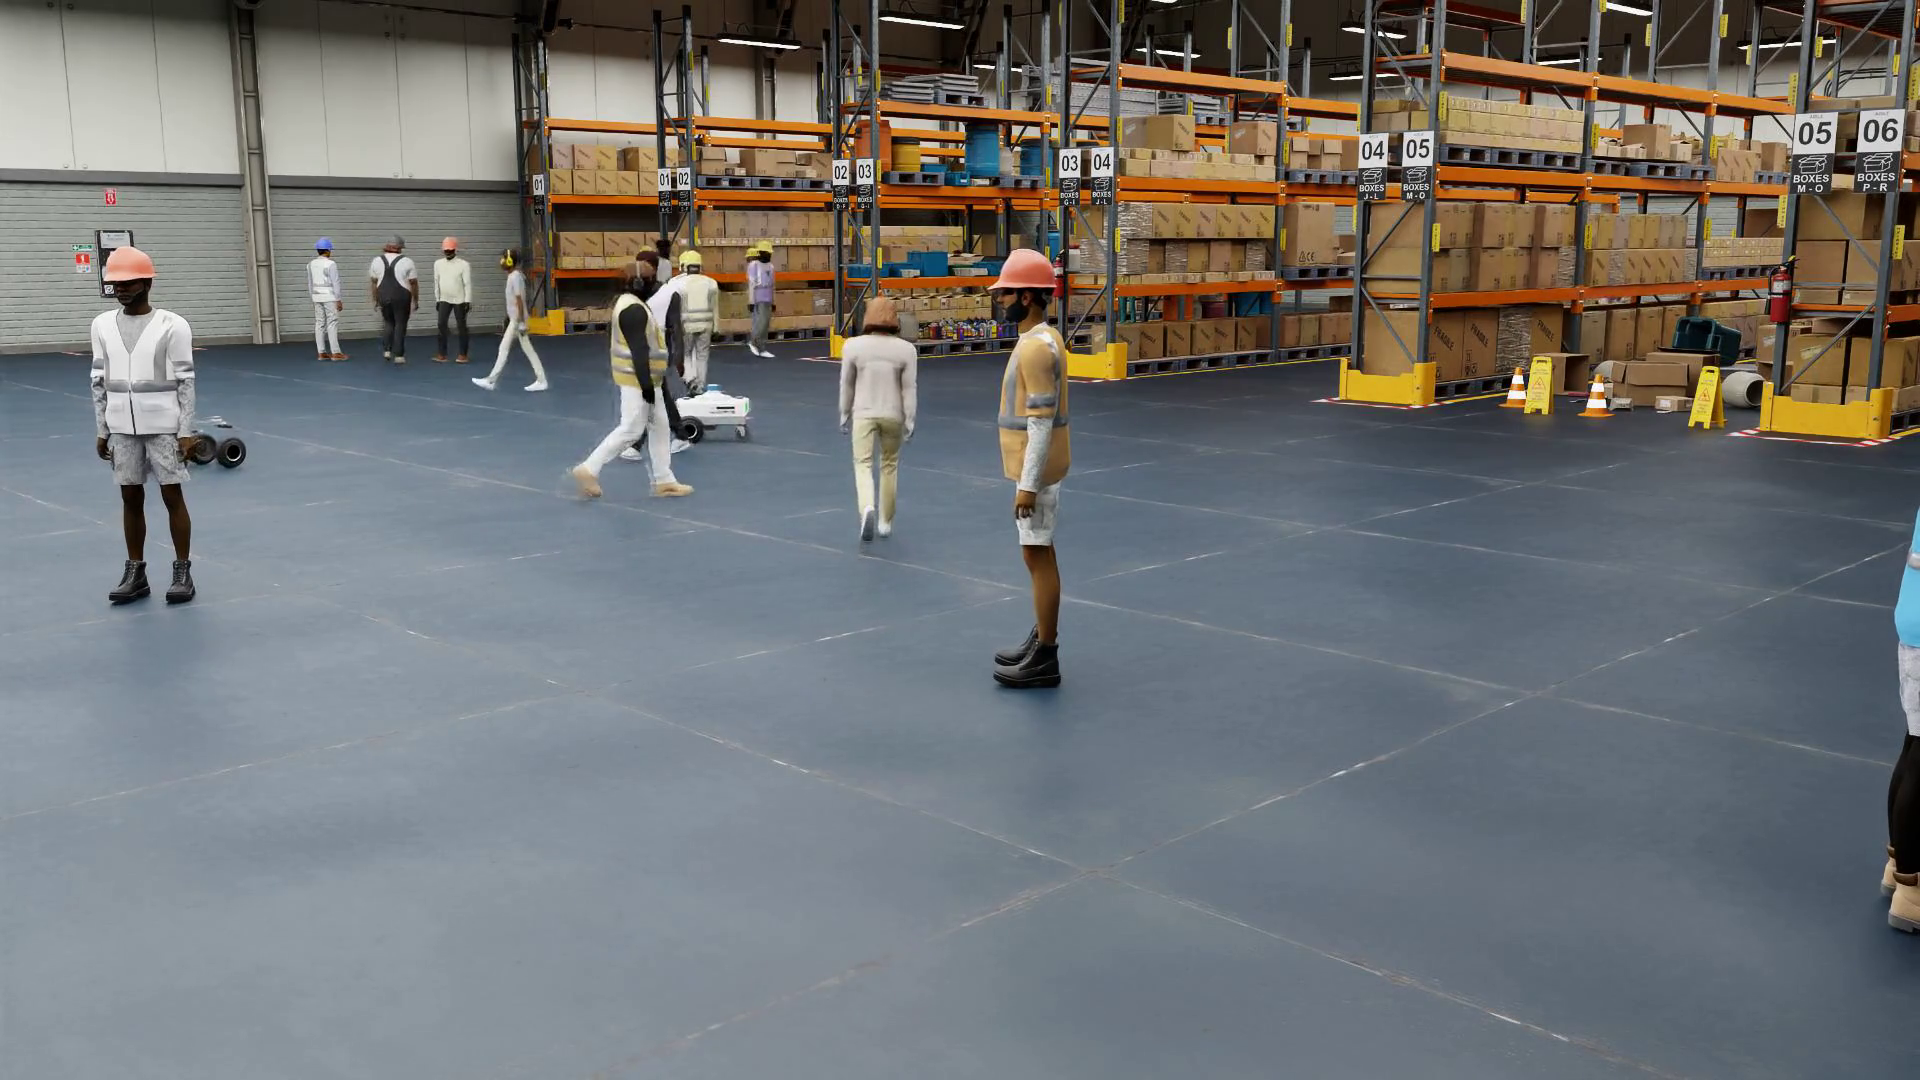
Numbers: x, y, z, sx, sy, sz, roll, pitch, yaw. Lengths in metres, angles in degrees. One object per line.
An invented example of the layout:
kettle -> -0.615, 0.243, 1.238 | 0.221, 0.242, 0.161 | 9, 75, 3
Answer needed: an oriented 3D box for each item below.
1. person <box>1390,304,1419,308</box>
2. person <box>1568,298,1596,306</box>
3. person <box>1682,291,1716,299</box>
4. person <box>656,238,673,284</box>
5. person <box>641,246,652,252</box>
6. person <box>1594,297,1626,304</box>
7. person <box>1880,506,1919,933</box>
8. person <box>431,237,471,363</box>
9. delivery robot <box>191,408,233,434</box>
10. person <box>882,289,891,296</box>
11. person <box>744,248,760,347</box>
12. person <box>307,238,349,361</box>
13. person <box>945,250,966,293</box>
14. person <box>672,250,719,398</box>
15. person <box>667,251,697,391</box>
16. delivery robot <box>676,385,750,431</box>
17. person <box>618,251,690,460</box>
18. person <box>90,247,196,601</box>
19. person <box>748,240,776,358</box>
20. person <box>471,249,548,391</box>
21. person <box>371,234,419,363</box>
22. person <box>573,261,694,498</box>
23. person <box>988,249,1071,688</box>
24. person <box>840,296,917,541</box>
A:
person -> 6.481, -3.345, 24.098 | 0.572, 1.883, 0.354 | 10, 14, 43
person -> 11.509, -4.651, 30.919 | 1.011, 1.995, 0.634 | -3, 11, -16
person -> 13.268, -4.421, 29.859 | 0.426, 1.919, 0.651 | -10, 14, -43
person -> -5.211, -4.253, 28.871 | 0.622, 1.946, 0.630 | -7, 12, -33
person -> -5.968, -4.618, 31.261 | 0.674, 1.794, 0.767 | 6, 12, 28
person -> 11.048, -4.124, 28.290 | 0.570, 1.899, 0.789 | 8, 13, 36
person -> 2.881, 0.286, 4.810 | 0.319, 1.696, 0.532 | 5, 12, 27
person -> -7.996, -3.740, 26.049 | 0.642, 1.952, 0.894 | 1, 10, 7
delivery robot -> -6.656, -1.049, 14.356 | 0.335, 0.223, 0.698 | 7, 12, 32
person -> -1.714, -5.823, 38.296 | 0.286, 1.631, 0.502 | -4, 11, -19
person -> -3.736, -4.394, 30.139 | 0.316, 1.769, 0.525 | -6, 12, -30
person -> -10.188, -3.865, 26.750 | 0.602, 1.949, 0.389 | 5, 11, 24
person -> -0.054, -5.882, 38.562 | 0.531, 1.654, 0.885 | 9, 14, 42
person -> -3.202, -2.588, 20.145 | 0.598, 1.817, 0.429 | -4, 11, -23
person -> -3.515, -2.856, 21.693 | 0.587, 1.798, 0.898 | -1, 10, -4
delivery robot -> -2.425, -1.285, 16.348 | 0.707, 0.478, 0.477 | -1, 10, -8
person -> -2.809, -1.682, 15.090 | 0.614, 1.864, 1.024 | 7, 13, 34
person -> -4.473, -0.626, 9.120 | 0.543, 1.939, 0.355 | -1, 10, -3
person -> -3.205, -3.934, 27.224 | 0.413, 1.910, 0.609 | 7, 12, 33
person -> -5.809, -2.825, 21.431 | 0.982, 1.814, 0.559 | -2, 11, -12
person -> -8.893, -3.809, 26.315 | 0.700, 2.000, 0.629 | 0, 10, 2
person -> -2.519, -1.215, 12.690 | 0.827, 1.814, 0.625 | -1, 10, -6
person -> 0.308, -0.320, 7.450 | 0.369, 1.939, 0.542 | 1, 10, 6
person -> -0.532, -0.793, 10.920 | 0.511, 1.610, 0.684 | -1, 10, -5
